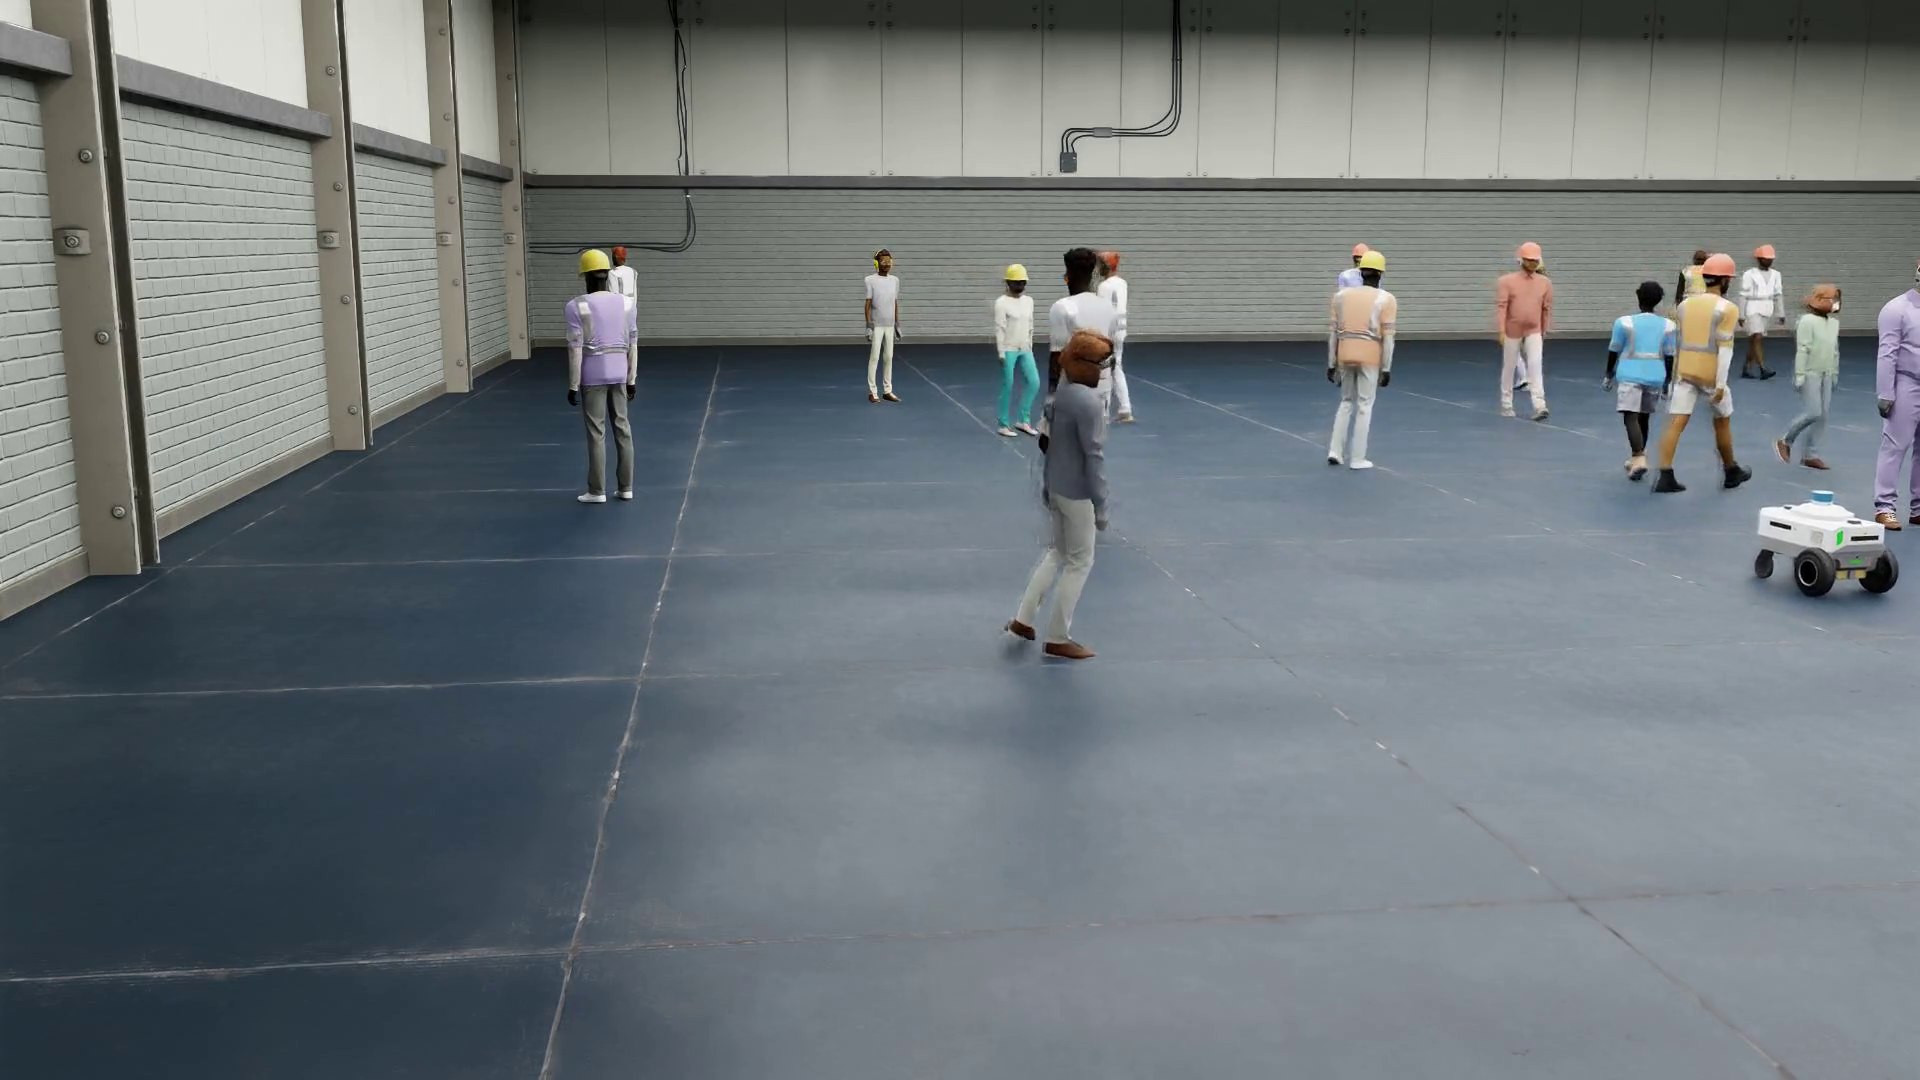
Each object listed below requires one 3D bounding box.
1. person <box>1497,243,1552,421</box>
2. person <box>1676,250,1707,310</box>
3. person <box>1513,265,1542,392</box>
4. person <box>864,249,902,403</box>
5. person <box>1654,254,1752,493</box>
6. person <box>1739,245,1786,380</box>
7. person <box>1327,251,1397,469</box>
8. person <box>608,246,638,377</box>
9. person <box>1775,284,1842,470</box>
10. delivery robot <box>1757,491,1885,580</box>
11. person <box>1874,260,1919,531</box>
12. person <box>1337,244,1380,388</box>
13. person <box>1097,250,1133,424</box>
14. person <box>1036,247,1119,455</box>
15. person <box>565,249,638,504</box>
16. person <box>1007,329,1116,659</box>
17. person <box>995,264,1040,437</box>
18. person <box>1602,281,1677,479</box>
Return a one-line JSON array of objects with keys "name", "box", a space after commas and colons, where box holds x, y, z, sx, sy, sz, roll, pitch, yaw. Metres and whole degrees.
[{"name": "person", "box": [6.253, -2.294, 18.406, 0.621, 1.944, 1.007, 1, 10, 3]}, {"name": "person", "box": [12.169, -3.880, 27.473, 0.632, 1.818, 0.837, 2, 11, 11]}, {"name": "person", "box": [7.429, -2.803, 21.735, 0.544, 1.749, 0.396, -3, 11, -16]}, {"name": "person", "box": [-0.939, -2.615, 20.379, 0.508, 1.872, 0.329, -8, 13, -37]}, {"name": "person", "box": [5.962, -1.322, 13.242, 0.992, 1.882, 0.548, -6, 12, -31]}, {"name": "person", "box": [11.373, -3.197, 23.482, 0.566, 1.893, 0.948, -2, 10, -8]}, {"name": "person", "box": [3.531, -1.569, 14.595, 0.611, 1.896, 0.506, 8, 13, 37]}, {"name": "person", "box": [-4.871, -3.272, 23.947, 0.356, 1.882, 0.574, 5, 12, 27]}, {"name": "person", "box": [7.444, -1.416, 14.480, 0.517, 1.616, 0.394, -6, 12, -29]}, {"name": "delivery robot", "box": [4.971, -0.041, 9.618, 0.477, 0.478, 0.707, -2, 11, -12]}, {"name": "person", "box": [6.666, -1.017, 11.516, 0.644, 1.908, 0.408, -2, 10, -8]}, {"name": "person", "box": [5.345, -2.994, 22.360, 0.557, 1.927, 0.405, 2, 10, 10]}, {"name": "person", "box": [1.616, -2.187, 18.027, 0.386, 1.888, 0.586, 6, 12, 30]}, {"name": "person", "box": [0.808, -1.036, 11.485, 0.647, 1.952, 0.419, -8, 13, -38]}, {"name": "person", "box": [-2.723, -1.234, 12.645, 0.587, 1.928, 0.363, -9, 14, -41]}, {"name": "person", "box": [0.501, -0.213, 7.955, 0.444, 1.597, 0.601, -3, 11, -15]}, {"name": "person", "box": [0.590, -1.901, 16.798, 0.545, 1.747, 0.547, -9, 13, -39]}, {"name": "person", "box": [5.758, -1.351, 14.029, 0.536, 1.659, 0.852, 0, 10, 2]}]
